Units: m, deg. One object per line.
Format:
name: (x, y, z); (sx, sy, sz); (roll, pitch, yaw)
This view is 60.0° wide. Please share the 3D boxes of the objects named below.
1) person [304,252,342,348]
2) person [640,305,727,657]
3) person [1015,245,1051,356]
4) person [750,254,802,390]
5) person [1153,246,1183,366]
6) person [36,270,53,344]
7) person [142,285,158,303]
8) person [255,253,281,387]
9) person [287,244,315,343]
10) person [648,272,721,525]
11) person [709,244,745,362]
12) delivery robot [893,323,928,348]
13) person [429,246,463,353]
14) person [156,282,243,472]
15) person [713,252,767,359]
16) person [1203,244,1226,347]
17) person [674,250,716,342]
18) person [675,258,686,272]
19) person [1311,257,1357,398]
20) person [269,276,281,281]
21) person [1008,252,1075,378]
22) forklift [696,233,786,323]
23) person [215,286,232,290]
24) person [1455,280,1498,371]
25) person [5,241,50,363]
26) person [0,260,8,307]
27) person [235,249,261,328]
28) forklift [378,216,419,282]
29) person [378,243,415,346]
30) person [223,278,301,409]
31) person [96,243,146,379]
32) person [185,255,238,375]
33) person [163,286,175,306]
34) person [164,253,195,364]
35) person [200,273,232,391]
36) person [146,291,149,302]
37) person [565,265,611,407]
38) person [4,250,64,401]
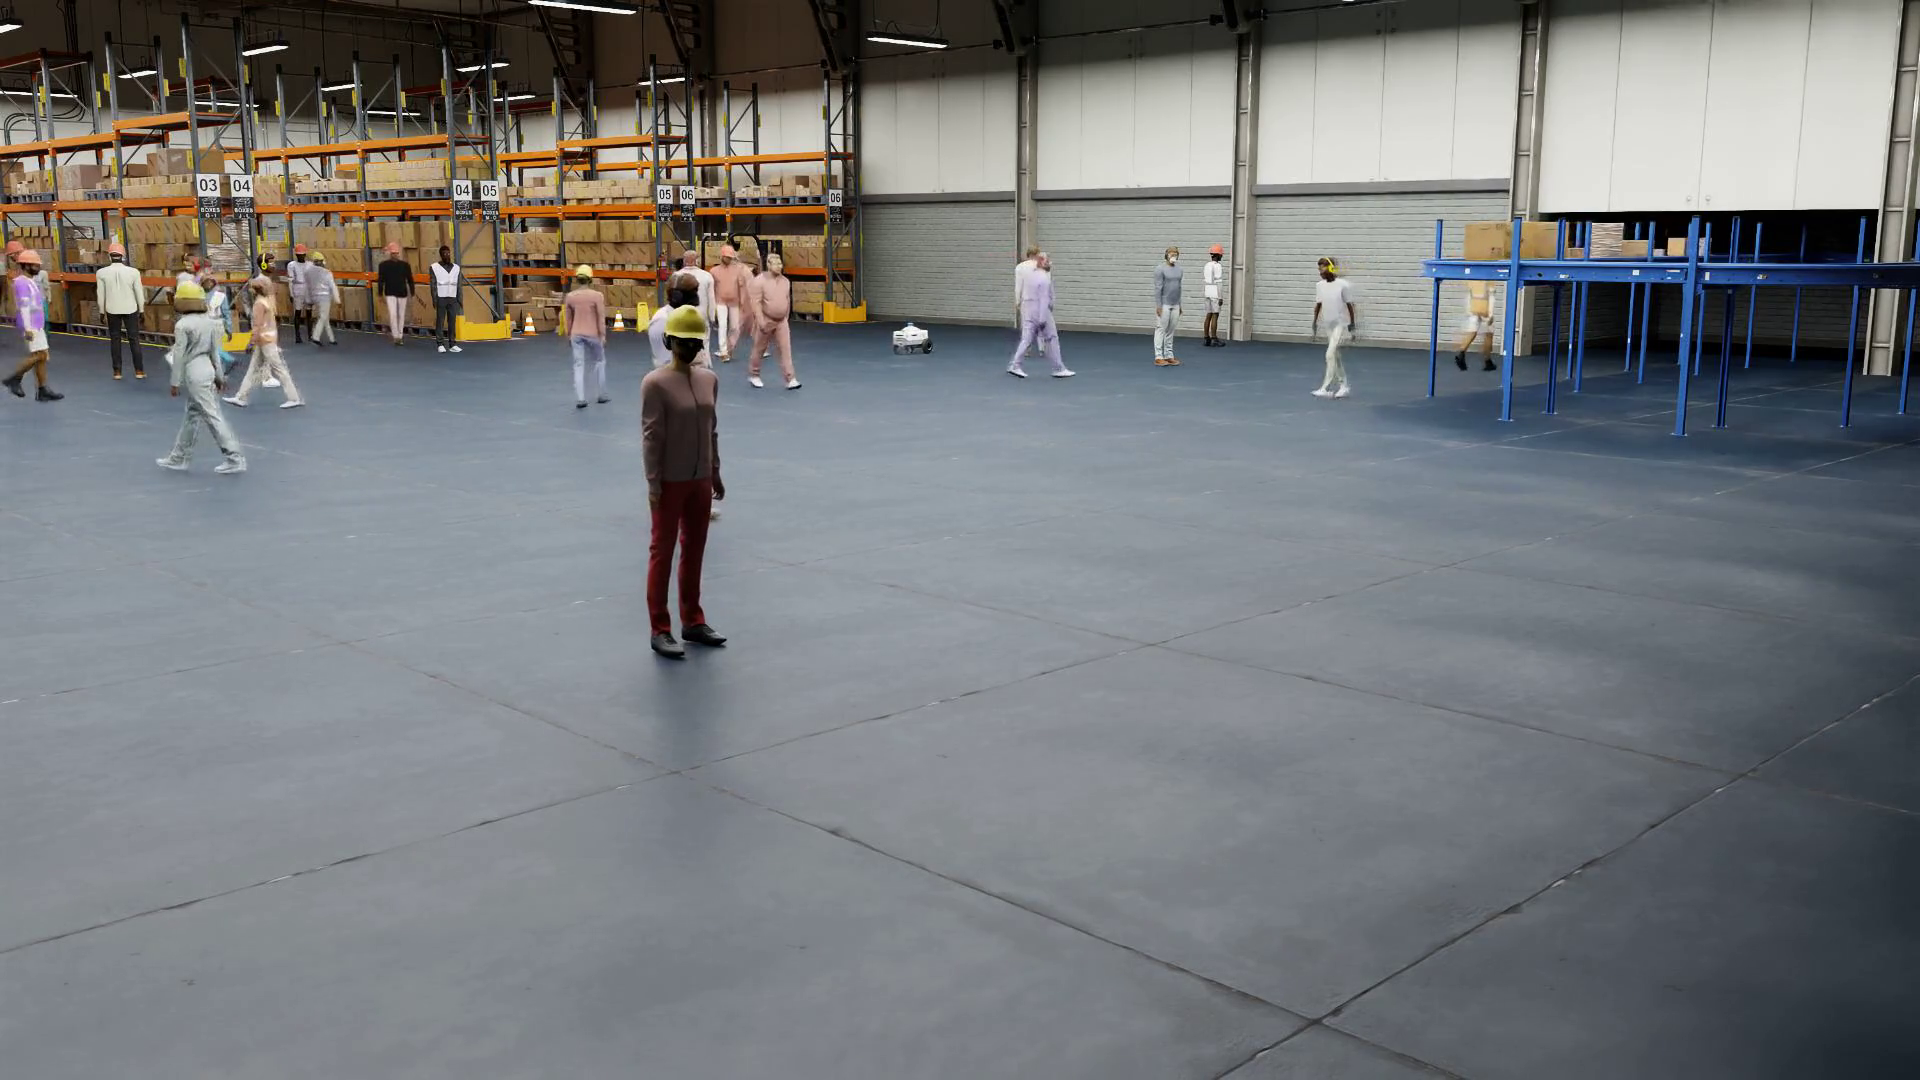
person: (-12.106, -4.532, 31.455); (0.699, 1.785, 0.754); (3, 11, 16)
person: (-1.393, -0.309, 8.469); (0.329, 1.765, 0.527); (7, 13, 34)
person: (1.281, -4.202, 29.221); (0.638, 1.937, 0.357); (-1, 10, -4)
person: (-2.598, -3.019, 23.020); (0.640, 1.854, 1.041); (-8, 13, -36)
person: (3.403, -3.811, 27.101); (0.627, 1.936, 0.375); (-9, 14, -41)
person: (-17.766, -4.614, 31.954); (0.559, 1.750, 0.379); (-5, 11, -23)
person: (-20.374, -6.334, 41.717); (0.511, 1.617, 0.545); (-7, 12, -33)
person: (-9.746, -3.102, 23.446); (0.323, 1.865, 0.517); (-3, 11, -17)
person: (-13.022, -4.892, 32.991); (0.548, 1.934, 0.375); (-7, 13, -35)
person: (-2.038, -1.047, 12.287); (0.429, 1.842, 0.641); (4, 11, 19)
person: (-3.964, -4.022, 28.181); (0.620, 1.964, 0.752); (-4, 11, -19)
delivery robot: (-0.891, -3.663, 29.916); (0.477, 0.478, 0.707); (7, 12, 32)
person: (-9.362, -4.391, 30.303); (0.392, 1.920, 0.587); (10, 14, 43)
person: (-6.852, -1.452, 14.879); (0.892, 1.689, 0.501); (2, 10, 8)
person: (-3.739, -3.990, 28.352); (1.024, 1.837, 0.670); (-5, 12, -27)
person: (4.880, -4.680, 31.828); (0.356, 1.936, 0.551); (-4, 11, -22)
person: (-3.823, -3.185, 23.795); (0.671, 1.887, 0.659); (-1, 10, -6)
person: (-5.535, -4.802, 33.264); (0.878, 1.647, 0.540); (-5, 11, -25)
person: (4.843, -2.749, 21.623); (0.918, 1.818, 0.544); (-8, 13, -36)
person: (-19.283, -7.199, 46.454); (0.712, 1.612, 0.500); (8, 13, 36)
person: (1.197, -3.351, 24.796); (0.985, 1.867, 0.636); (-4, 11, -22)
forklift: (-5.496, -6.489, 41.108); (2.313, 2.155, 1.214); (-10, 14, -44)
person: (-21.125, -7.503, 47.502); (0.590, 1.844, 0.962); (3, 11, 17)
person: (8.115, -3.589, 25.975); (0.894, 1.911, 0.553); (-8, 13, -37)
person: (-15.474, -3.933, 27.550); (0.477, 2.018, 0.636); (-9, 13, -39)
person: (-18.853, -4.789, 32.256); (0.712, 2.000, 0.702); (-7, 12, -33)
person: (-16.234, -5.749, 37.988); (0.615, 1.817, 0.552); (-8, 13, -36)
forklift: (-17.868, -9.201, 54.028); (1.873, 2.768, 1.129); (-10, 14, -44)
person: (-10.779, -4.697, 31.886); (0.651, 1.942, 0.995); (-6, 12, -28)
person: (-8.533, -2.389, 20.281); (0.899, 1.587, 0.521); (-4, 11, -19)
person: (-12.436, -3.397, 24.674); (0.623, 1.992, 0.396); (-5, 11, -24)
person: (-11.035, -3.257, 24.396); (0.579, 1.822, 0.604); (-4, 11, -20)
person: (-20.543, -6.773, 43.132); (0.623, 1.986, 1.070); (-8, 13, -36)
person: (-12.199, -3.610, 26.287); (0.875, 1.840, 0.524); (0, 10, 1)
person: (-10.352, -2.889, 22.998); (0.537, 1.598, 0.813); (-2, 11, -12)
person: (-21.710, -6.948, 44.286); (0.597, 1.902, 0.655); (-6, 12, -31)
person: (-4.619, -2.542, 20.718); (0.549, 1.738, 0.763); (2, 11, 9)
person: (-11.880, -2.735, 21.247); (0.556, 1.925, 0.571); (-2, 11, -13)
